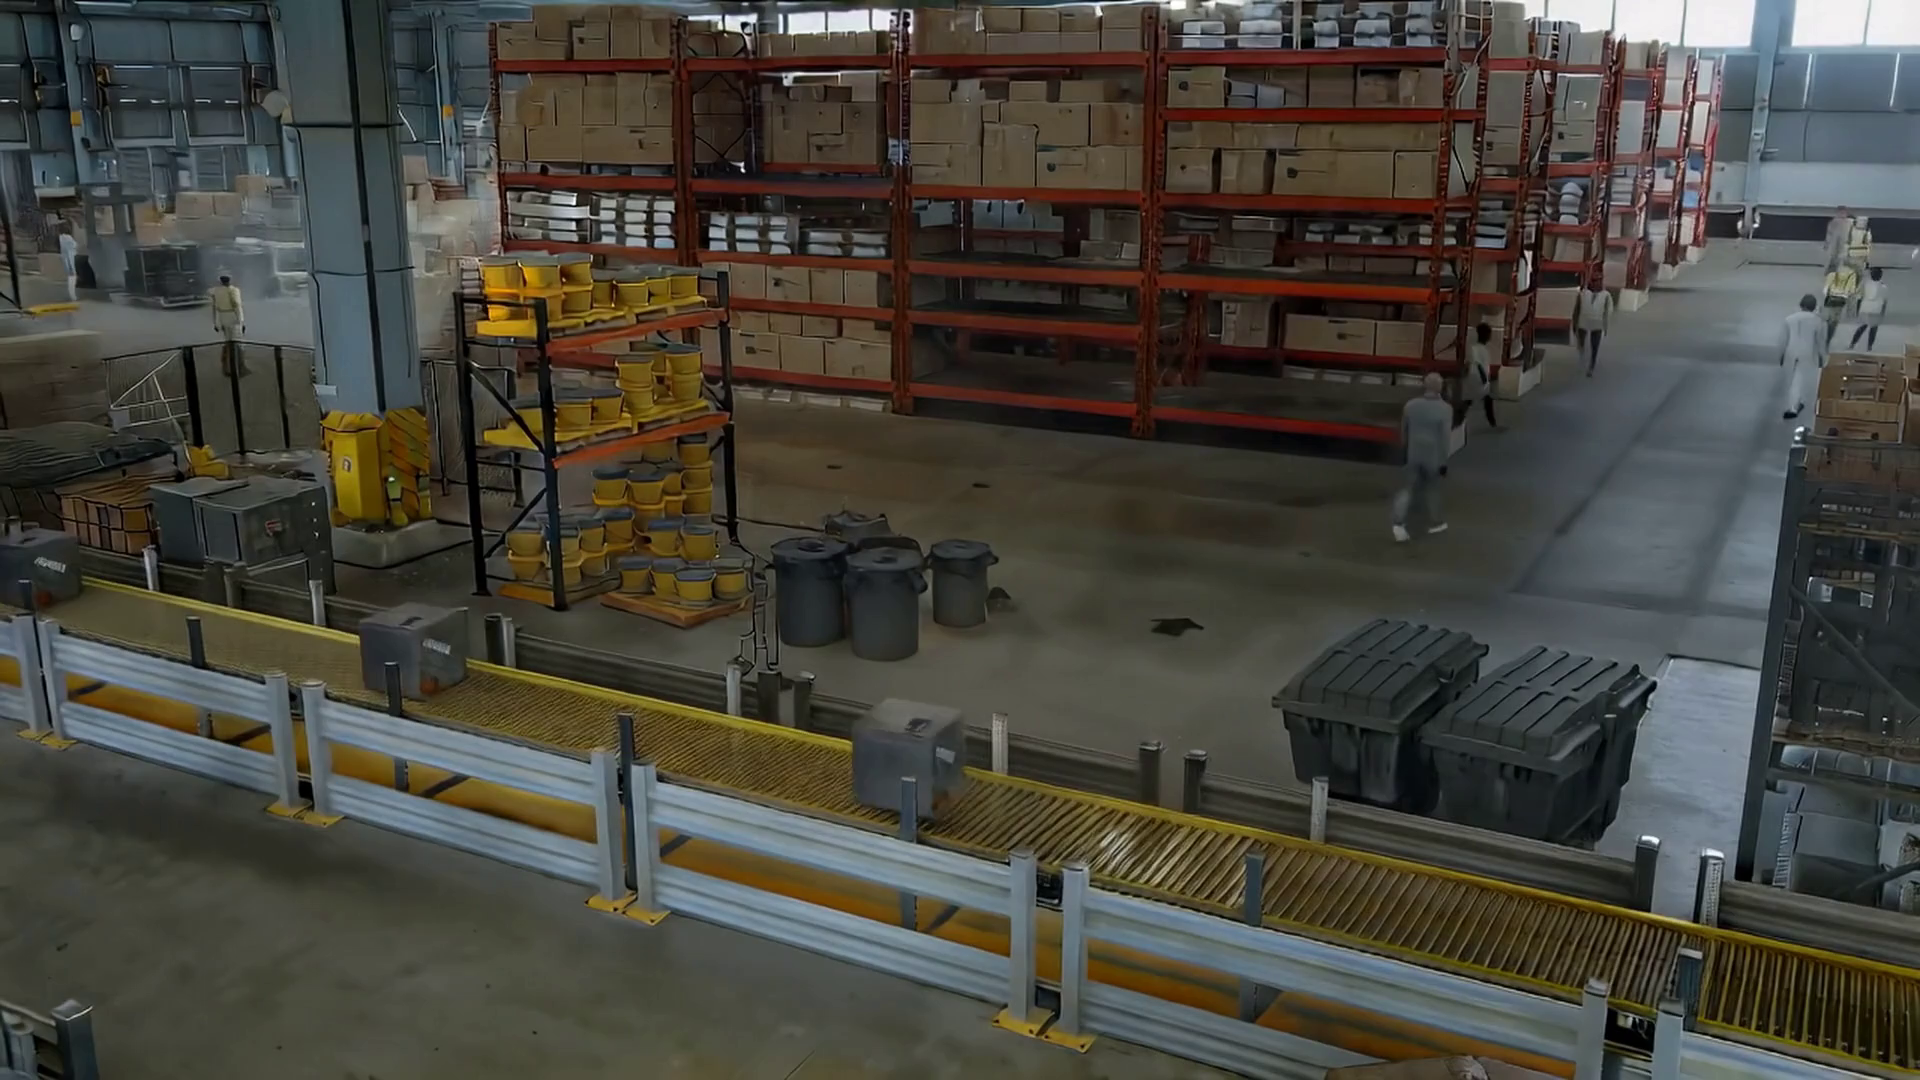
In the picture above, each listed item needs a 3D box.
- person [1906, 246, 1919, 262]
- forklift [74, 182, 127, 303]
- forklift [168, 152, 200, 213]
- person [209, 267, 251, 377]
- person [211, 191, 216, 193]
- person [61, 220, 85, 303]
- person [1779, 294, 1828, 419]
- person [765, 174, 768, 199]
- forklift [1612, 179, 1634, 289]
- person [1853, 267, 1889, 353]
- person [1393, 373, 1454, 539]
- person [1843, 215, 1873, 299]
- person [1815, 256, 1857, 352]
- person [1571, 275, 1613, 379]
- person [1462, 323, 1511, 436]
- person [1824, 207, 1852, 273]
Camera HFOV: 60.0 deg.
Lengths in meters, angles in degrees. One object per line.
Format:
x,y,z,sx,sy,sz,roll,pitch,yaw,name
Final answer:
28.487,-9.093,49.044,0.694,1.971,0.625,2,15,9,person
-20.676,-7.243,40.327,1.873,2.768,1.129,8,17,28,forklift
-28.984,-13.085,62.291,1.873,2.768,1.129,8,17,28,forklift
-12.904,-3.849,29.372,0.542,1.939,0.368,0,15,1,person
-24.252,-10.436,54.276,0.583,1.867,0.538,-8,17,-28,person
-21.399,-6.702,40.045,0.361,1.964,0.617,-8,17,-27,person
13.043,-2.839,25.670,1.019,1.886,0.642,-10,18,-34,person
-7.995,-14.031,67.670,0.631,1.931,0.366,-4,16,-16,person
16.672,-7.773,42.320,1.873,2.768,1.129,8,17,28,forklift
17.492,-4.408,31.976,0.568,1.686,0.543,-12,19,-39,person
5.187,-0.941,18.603,0.646,1.865,0.975,14,20,42,person
21.945,-6.927,40.737,0.607,2.048,0.370,13,20,40,person
16.844,-4.515,31.964,0.598,1.891,0.465,8,17,28,person
11.035,-3.725,29.115,0.655,1.826,0.446,8,17,27,person
7.576,-2.311,24.123,0.844,1.649,0.545,11,18,35,person
24.478,-8.337,46.376,0.709,1.870,0.614,2,15,8,person
